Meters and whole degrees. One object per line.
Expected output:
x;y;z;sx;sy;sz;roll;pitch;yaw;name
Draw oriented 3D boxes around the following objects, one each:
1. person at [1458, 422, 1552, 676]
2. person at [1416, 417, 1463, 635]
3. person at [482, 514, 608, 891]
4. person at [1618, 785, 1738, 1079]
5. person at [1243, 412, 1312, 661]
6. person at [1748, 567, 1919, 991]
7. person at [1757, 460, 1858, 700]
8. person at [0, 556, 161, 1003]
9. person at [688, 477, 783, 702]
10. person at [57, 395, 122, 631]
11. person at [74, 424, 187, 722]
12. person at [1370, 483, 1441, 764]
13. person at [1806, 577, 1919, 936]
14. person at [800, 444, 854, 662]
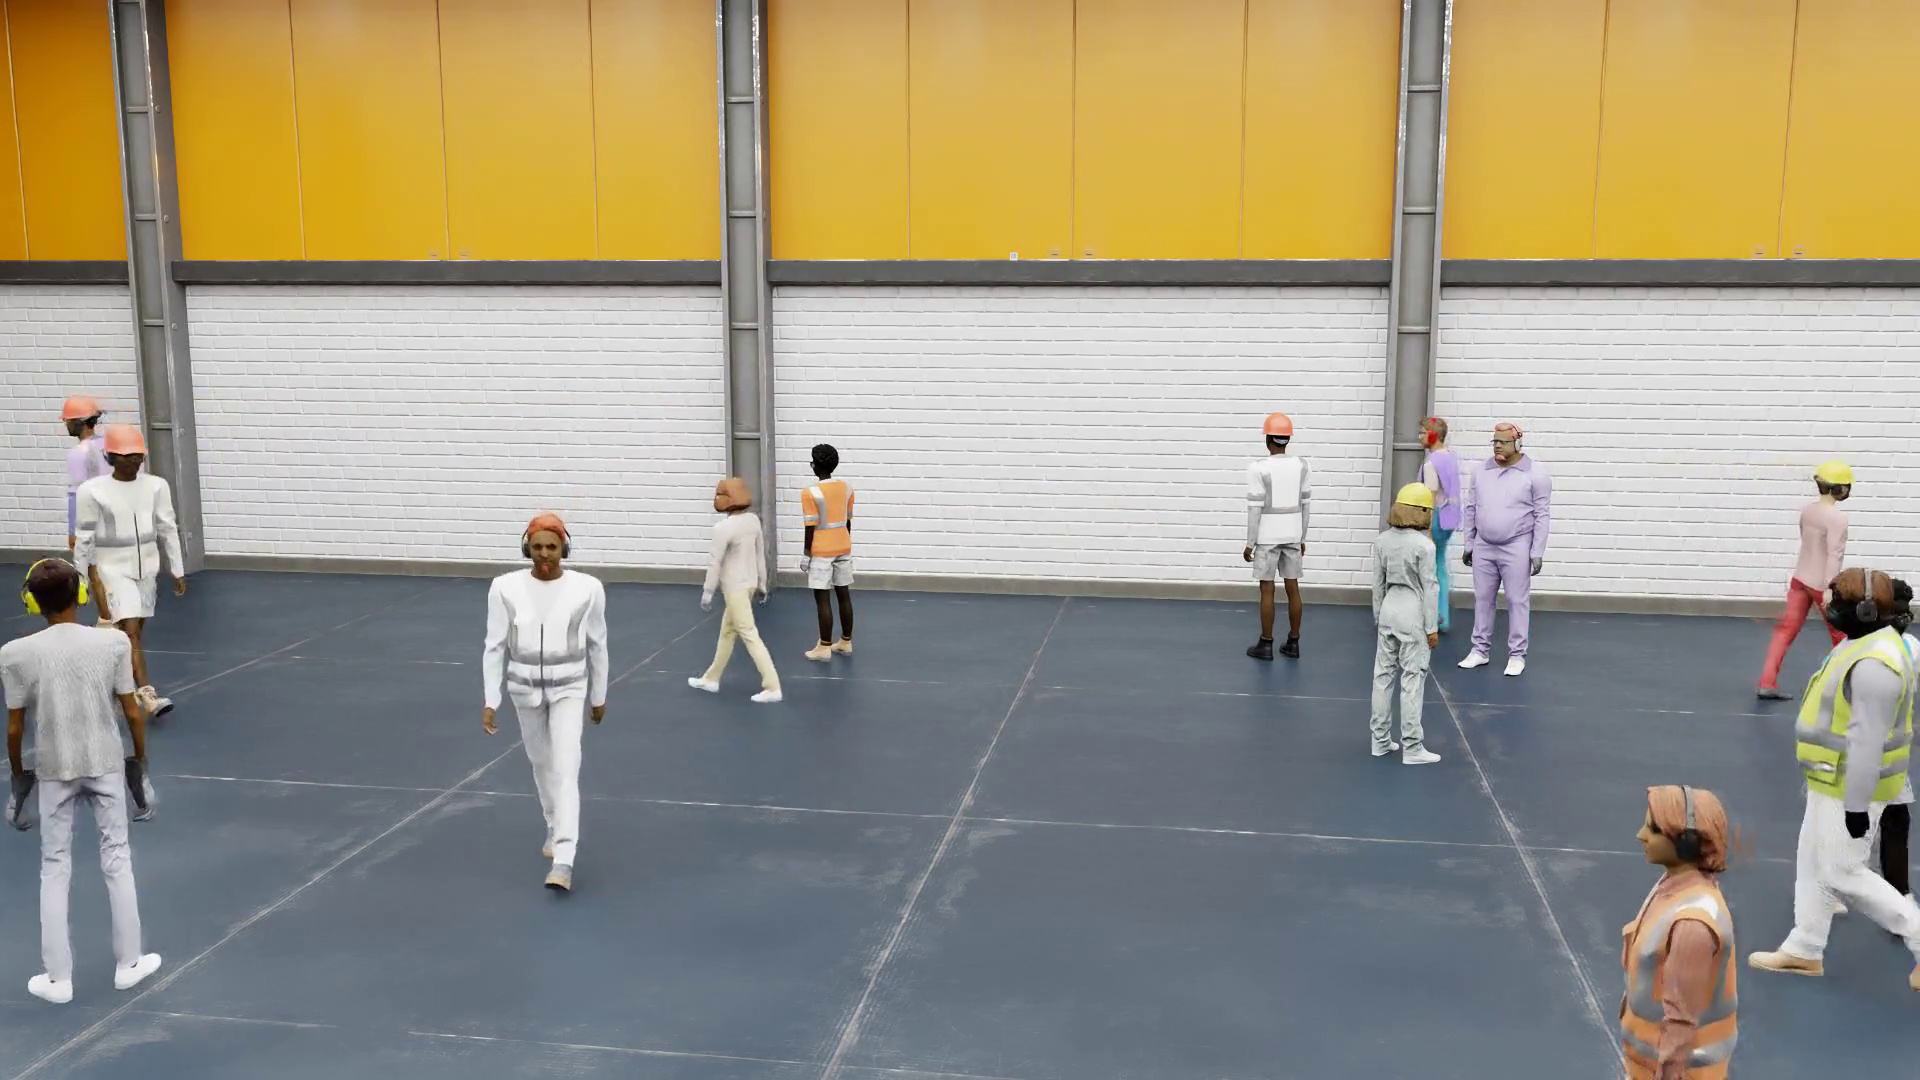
4.075;0.064;12.514;0.651;1.906;0.404;9;13;43;person
3.922;-0.106;13.806;0.463;1.827;0.599;6;11;33;person
-2.066;0.787;8.317;0.582;1.829;0.999;0;9;-3;person
2.038;1.477;4.648;0.575;1.625;0.524;3;10;17;person
2.462;-0.027;12.973;0.542;1.939;0.369;-3;10;-16;person
3.788;1.013;6.942;0.721;1.823;0.632;4;10;25;person
6.062;0.295;11.648;0.898;1.711;0.545;-1;9;-4;person
-3.695;0.994;6.953;0.596;1.852;0.345;-5;10;-26;person
-1.591;0.346;11.746;0.852;1.583;0.516;4;10;25;person
-7.052;-0.166;13.543;0.440;2.031;0.638;0;9;1;person
-5.557;0.223;11.260;1.013;1.991;0.632;7;11;36;person
2.771;0.510;10.292;0.310;1.735;0.484;-6;11;-34;person
4.170;0.987;7.557;0.553;1.654;0.785;-3;10;-16;person
-1.034;0.097;12.955;0.322;1.696;0.536;8;12;40;person
